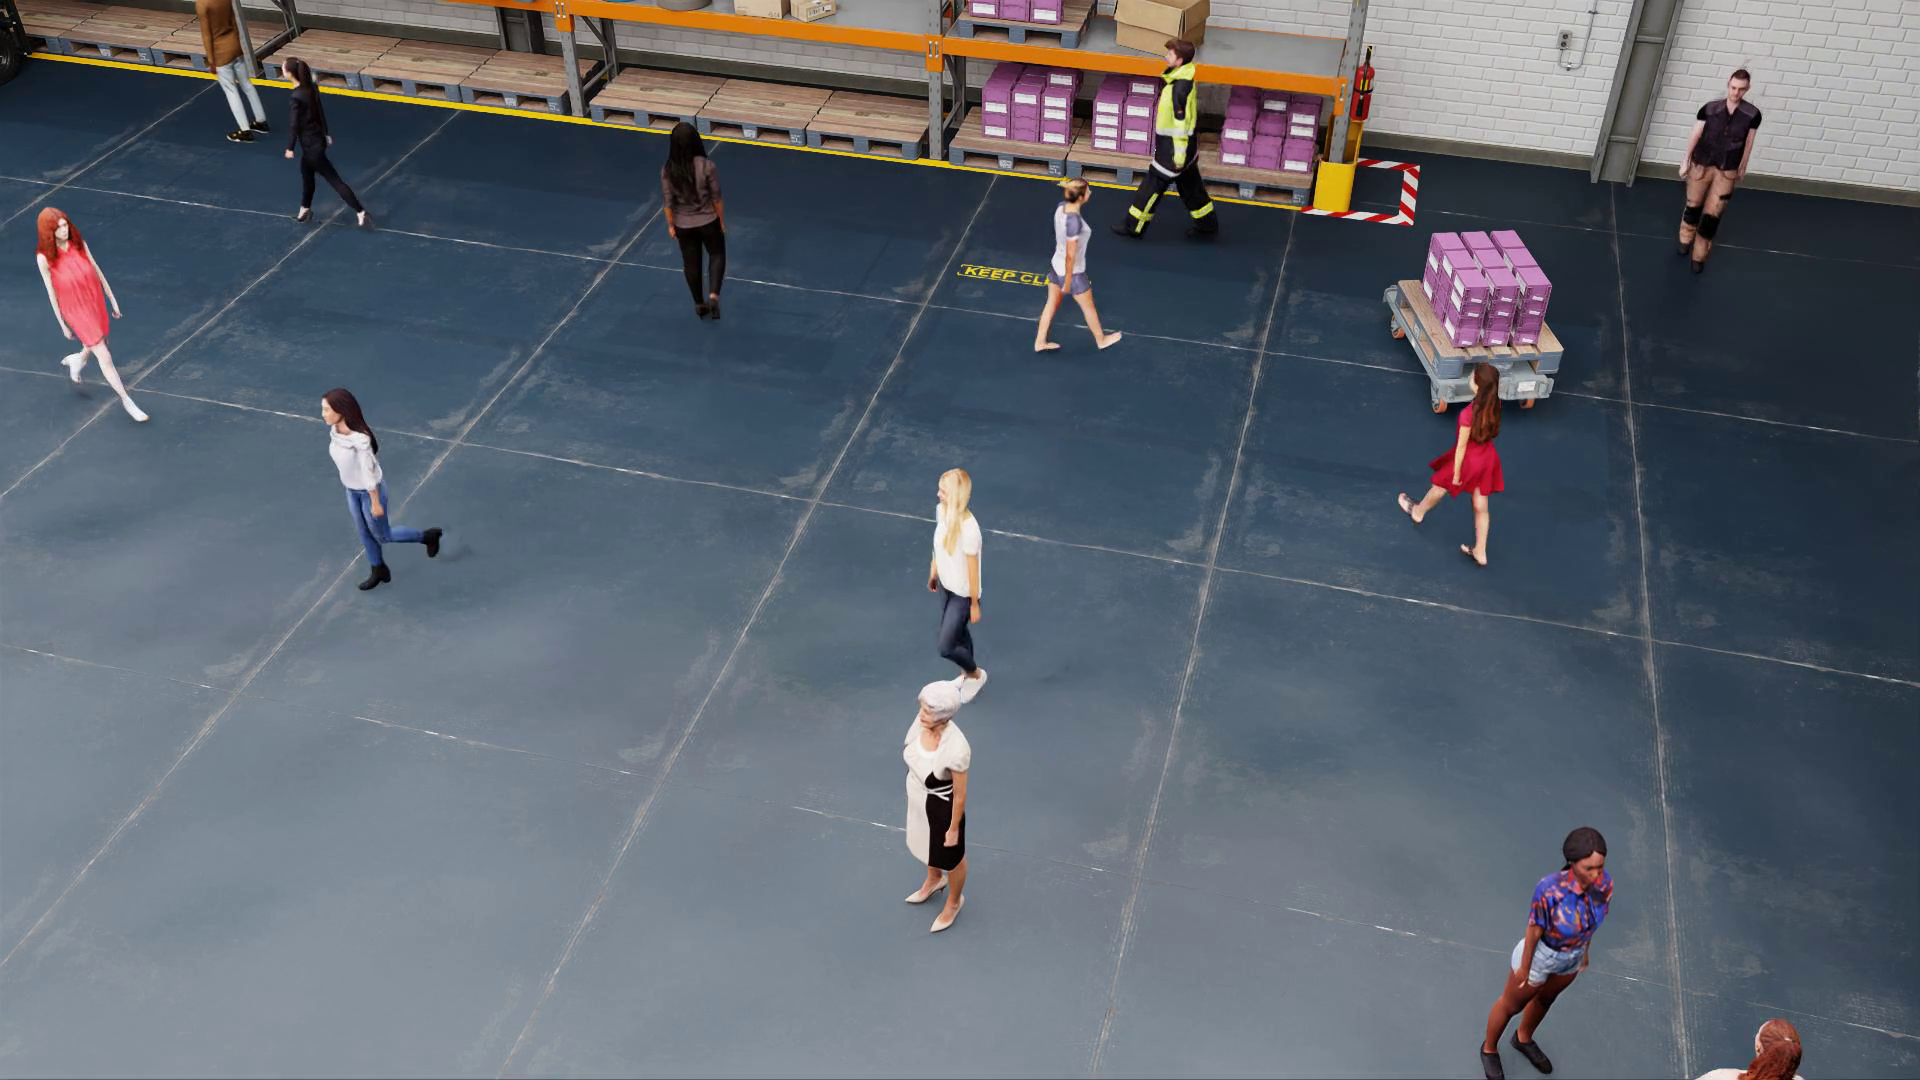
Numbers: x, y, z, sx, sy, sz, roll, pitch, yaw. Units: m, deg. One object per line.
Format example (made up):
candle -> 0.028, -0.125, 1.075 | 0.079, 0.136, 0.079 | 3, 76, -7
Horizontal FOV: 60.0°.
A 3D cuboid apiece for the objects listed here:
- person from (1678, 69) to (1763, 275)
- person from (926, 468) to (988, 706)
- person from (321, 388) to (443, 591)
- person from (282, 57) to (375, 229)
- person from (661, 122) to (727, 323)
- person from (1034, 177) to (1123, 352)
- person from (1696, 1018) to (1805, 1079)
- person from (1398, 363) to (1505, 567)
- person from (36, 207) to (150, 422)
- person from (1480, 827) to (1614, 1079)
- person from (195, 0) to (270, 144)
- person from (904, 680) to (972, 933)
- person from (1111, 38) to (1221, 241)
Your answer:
person -> 6.816, -3.396, 14.995 | 0.924, 1.818, 0.876 | 19, 42, 22
person -> 0.074, 0.291, 10.393 | 0.789, 1.800, 0.738 | -17, 42, -20
person -> -3.977, -0.366, 11.363 | 0.930, 1.617, 0.926 | -29, 47, -31
person -> -5.887, -3.608, 15.380 | 1.089, 1.668, 0.728 | 3, 39, 4
person -> -2.213, -2.595, 13.979 | 0.782, 1.833, 0.830 | -1, 39, -1
person -> 0.819, -2.207, 13.691 | 1.041, 1.587, 0.902 | -12, 40, -15
person -> 3.378, 2.808, 7.316 | 1.068, 1.706, 0.809 | 1, 39, 1
person -> 3.627, -0.504, 11.621 | 1.019, 1.509, 1.043 | -18, 42, -21
person -> -6.881, -1.769, 12.978 | 1.195, 1.794, 0.795 | 19, 42, 22
person -> 2.917, 2.052, 8.235 | 0.623, 1.741, 0.726 | -11, 40, -14
person -> -7.481, -4.976, 16.976 | 0.535, 1.815, 0.626 | 12, 40, 15
person -> -0.111, 1.431, 9.001 | 0.752, 1.756, 0.683 | -21, 43, -25
person -> 2.051, -3.577, 15.128 | 1.268, 1.934, 0.840 | 6, 39, 7
